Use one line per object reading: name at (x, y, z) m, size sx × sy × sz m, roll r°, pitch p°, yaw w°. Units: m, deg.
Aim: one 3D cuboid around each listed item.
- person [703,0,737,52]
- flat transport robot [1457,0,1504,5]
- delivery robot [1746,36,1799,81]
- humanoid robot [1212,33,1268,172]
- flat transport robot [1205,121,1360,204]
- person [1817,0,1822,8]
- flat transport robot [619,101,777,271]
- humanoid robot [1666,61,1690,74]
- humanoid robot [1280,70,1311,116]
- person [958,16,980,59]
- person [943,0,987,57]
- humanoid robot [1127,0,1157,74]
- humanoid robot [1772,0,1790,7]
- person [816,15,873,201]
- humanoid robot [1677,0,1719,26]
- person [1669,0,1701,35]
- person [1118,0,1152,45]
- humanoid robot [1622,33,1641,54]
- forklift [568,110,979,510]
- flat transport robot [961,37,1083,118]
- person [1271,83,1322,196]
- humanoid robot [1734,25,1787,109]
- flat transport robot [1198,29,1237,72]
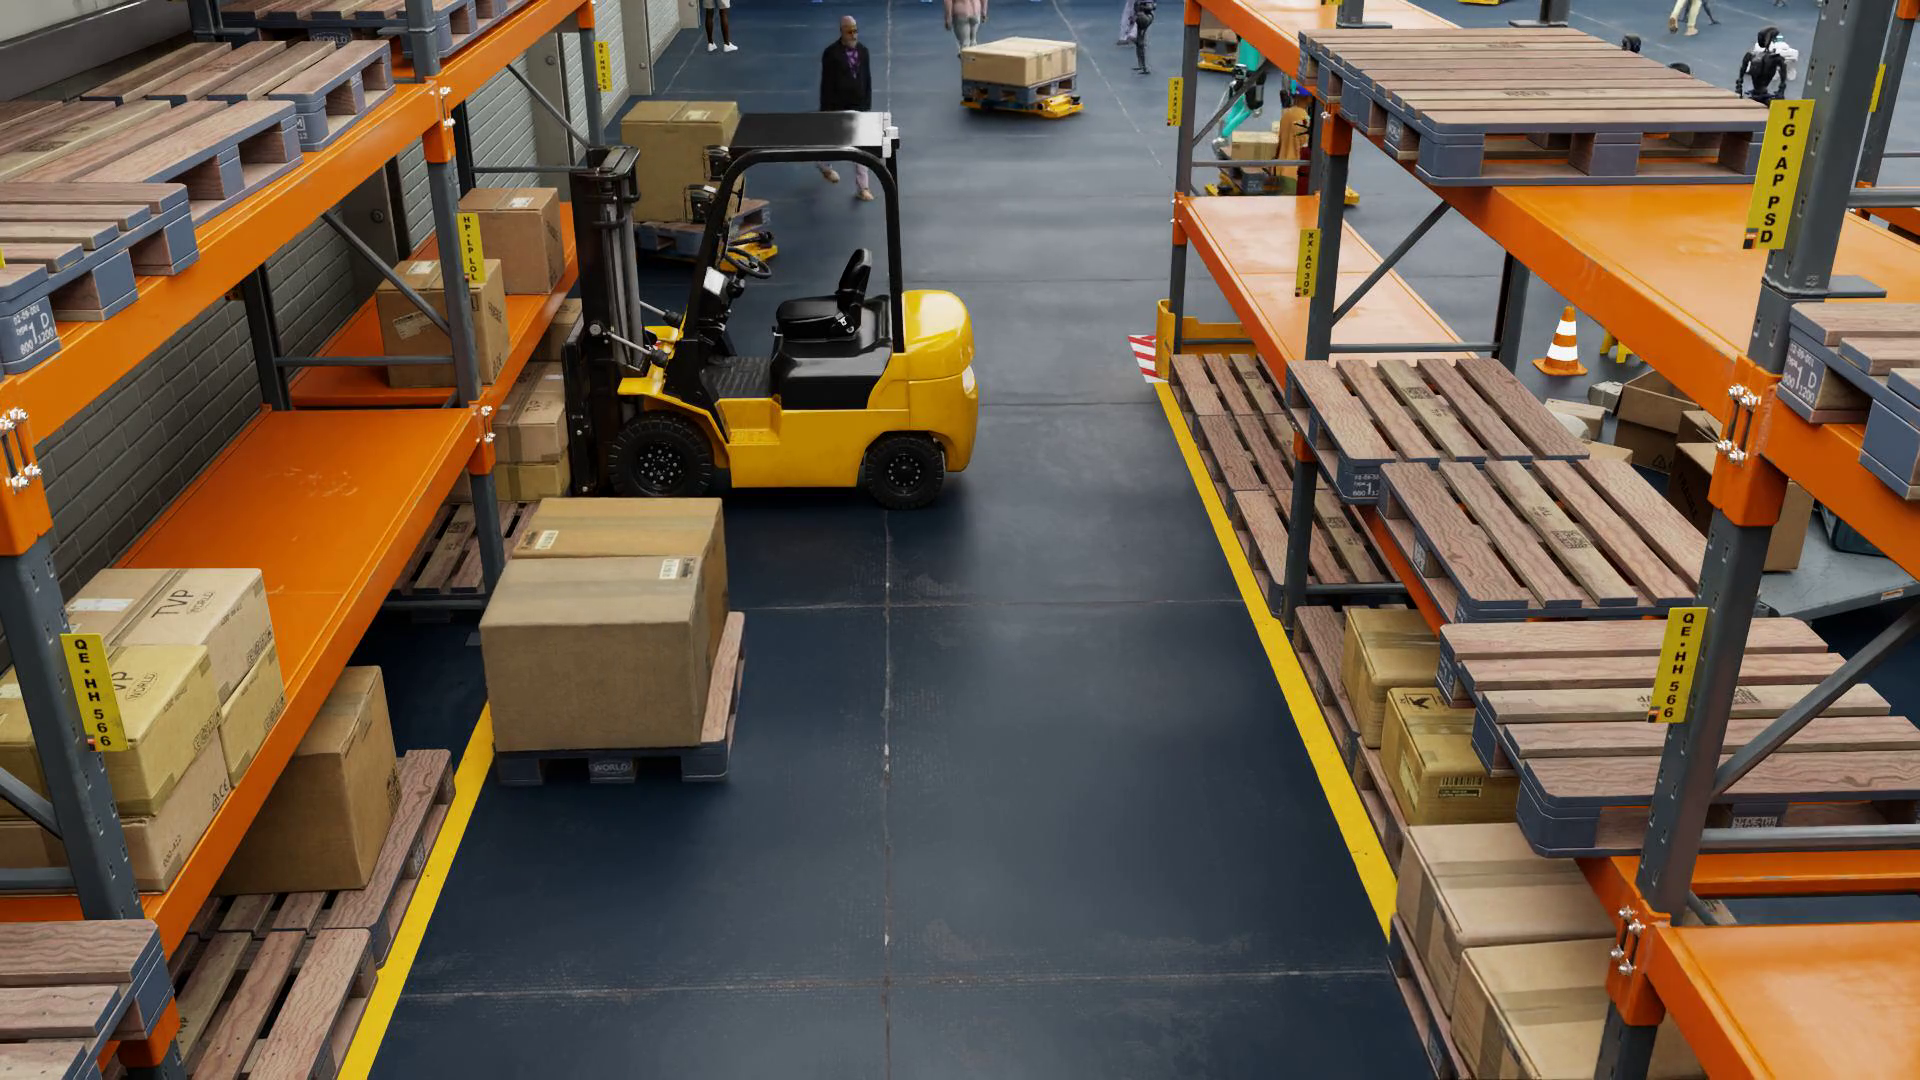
person at (-3.689, -8.351, 25.081) m, size 0.542 × 1.900 × 0.374 m, roll 8°, pitch 26°, yaw 15°
flat transport robot at (9.741, -9.975, 30.428) m, size 0.659 × 0.231 × 1.431 m, roll 21°, pitch 33°, yaw 38°
delivery robot at (11.364, -6.721, 23.224) m, size 0.500 × 0.614 × 0.785 m, roll 0°, pitch 25°, yaw 0°
humanoid robot at (2.816, -4.525, 17.217) m, size 0.663 × 1.845 × 0.534 m, roll -11°, pitch 27°, yaw -22°
flat transport robot at (3.251, -3.553, 16.827) m, size 1.431 × 0.231 × 0.659 m, roll -2°, pitch 25°, yaw -4°
person at (15.458, -10.301, 29.382) m, size 0.543 × 1.748 × 0.464 m, roll 2°, pitch 25°, yaw 4°
flat transport robot at (-2.422, -2.658, 14.933) m, size 1.431 × 0.231 × 0.659 m, roll 12°, pitch 28°, yaw 24°
humanoid robot at (6.449, -3.493, 15.062) m, size 0.589 × 1.636 × 0.609 m, roll 17°, pitch 30°, yaw 32°
humanoid robot at (3.415, -4.007, 16.030) m, size 0.538 × 1.764 × 0.684 m, roll -20°, pitch 32°, yaw -36°
person at (0.124, -7.969, 24.483) m, size 0.359 × 1.718 × 0.676 m, roll 11°, pitch 27°, yaw 21°
person at (0.000, -7.045, 22.323) m, size 0.692 × 1.890 × 0.665 m, roll -15°, pitch 29°, yaw -29°
humanoid robot at (2.549, -7.399, 23.325) m, size 0.359 × 1.654 × 0.585 m, roll 10°, pitch 27°, yaw 20°
humanoid robot at (14.802, -10.360, 29.600) m, size 0.613 × 1.650 × 0.313 m, roll -13°, pitch 28°, yaw -25°
person at (-1.175, -4.362, 16.727) m, size 0.582 × 1.819 × 0.738 m, roll -15°, pitch 29°, yaw -29°
humanoid robot at (12.382, -9.388, 27.618) m, size 0.745 × 1.621 × 0.615 m, roll 14°, pitch 29°, yaw 27°
person at (11.684, -8.980, 26.445) m, size 0.647 × 1.873 × 0.534 m, roll -22°, pitch 33°, yaw -38°
person at (2.700, -8.486, 25.455) m, size 0.465 × 1.818 × 0.572 m, roll -9°, pitch 27°, yaw -17°
humanoid robot at (6.620, -4.255, 16.735) m, size 0.600 × 1.650 × 0.765 m, roll -7°, pitch 26°, yaw -15°
forklift at (-1.043, -1.379, 9.976) m, size 2.313 × 2.155 × 1.214 m, roll -1°, pitch 25°, yaw -2°
flat transport robot at (0.779, -5.560, 21.078) m, size 1.431 × 0.231 × 0.659 m, roll 16°, pitch 29°, yaw 30°
person at (2.948, -3.090, 14.179) m, size 0.840 × 1.675 × 0.473 m, roll -9°, pitch 27°, yaw -19°
humanoid robot at (8.223, -4.424, 17.035) m, size 0.469 × 1.645 × 0.595 m, roll -13°, pitch 28°, yaw -25°
flat transport robot at (4.076, -6.970, 24.064) m, size 0.659 × 0.231 × 1.431 m, roll 23°, pitch 34°, yaw 40°
